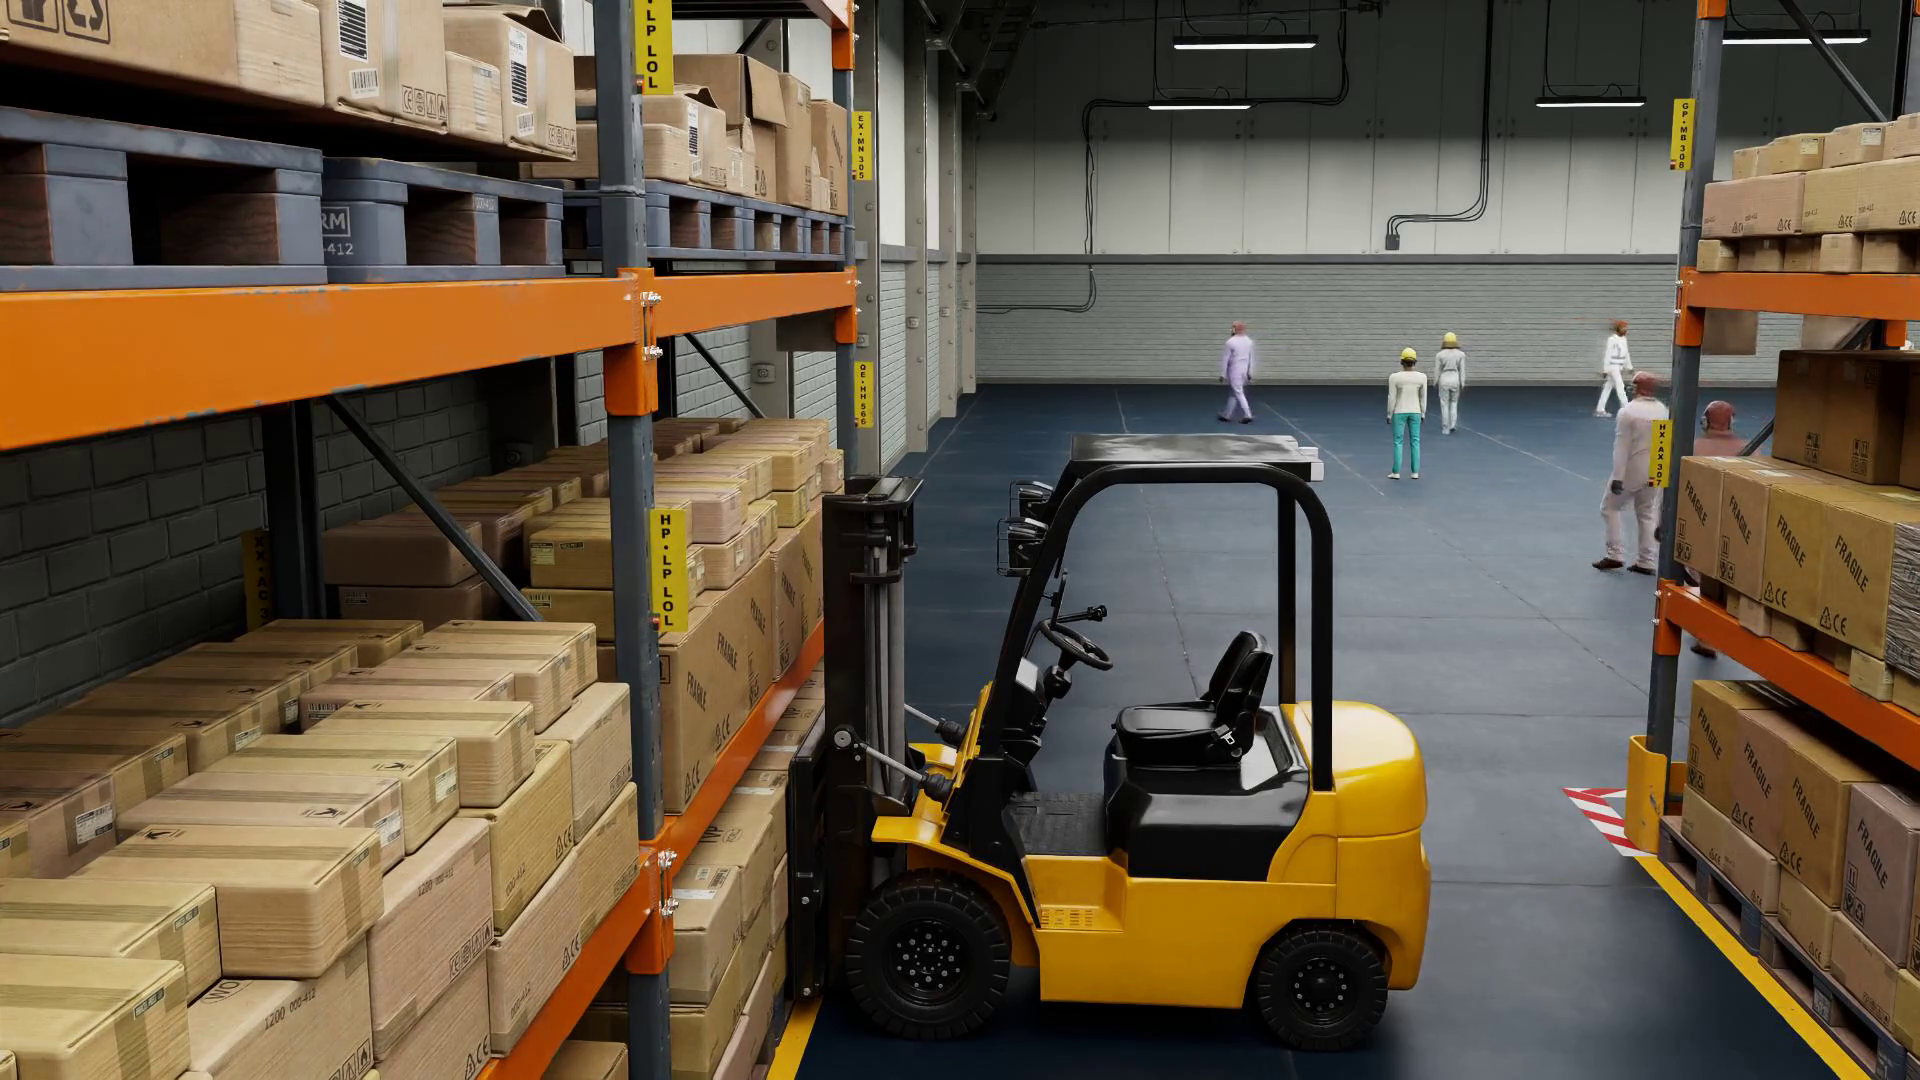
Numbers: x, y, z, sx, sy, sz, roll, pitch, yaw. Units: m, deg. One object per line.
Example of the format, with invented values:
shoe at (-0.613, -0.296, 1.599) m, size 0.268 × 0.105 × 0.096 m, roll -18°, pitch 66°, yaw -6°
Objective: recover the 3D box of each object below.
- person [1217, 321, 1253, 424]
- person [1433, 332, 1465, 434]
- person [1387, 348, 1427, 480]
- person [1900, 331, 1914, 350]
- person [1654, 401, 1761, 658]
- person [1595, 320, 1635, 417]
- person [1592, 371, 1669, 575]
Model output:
person at (5.047, -3.051, 30.286) m, size 0.659 × 1.865 × 0.977 m, roll -7°, pitch 12°, yaw -38°
person at (8.334, -2.681, 28.404) m, size 0.512 × 1.724 × 0.481 m, roll 1°, pitch 9°, yaw 3°
person at (5.982, -1.687, 22.296) m, size 0.533 × 1.768 × 0.311 m, roll 0°, pitch 9°, yaw -1°
person at (18.735, -3.416, 33.186) m, size 0.508 × 1.629 × 0.317 m, roll 0°, pitch 9°, yaw 0°
person at (5.554, -0.108, 12.451) m, size 0.646 × 1.863 × 0.965 m, roll 0°, pitch 9°, yaw -3°
person at (12.444, -3.210, 31.284) m, size 0.959 × 1.835 × 0.564 m, roll 8°, pitch 12°, yaw 41°
person at (6.248, -0.630, 15.526) m, size 0.669 × 1.883 × 0.664 m, roll -4°, pitch 10°, yaw -23°
